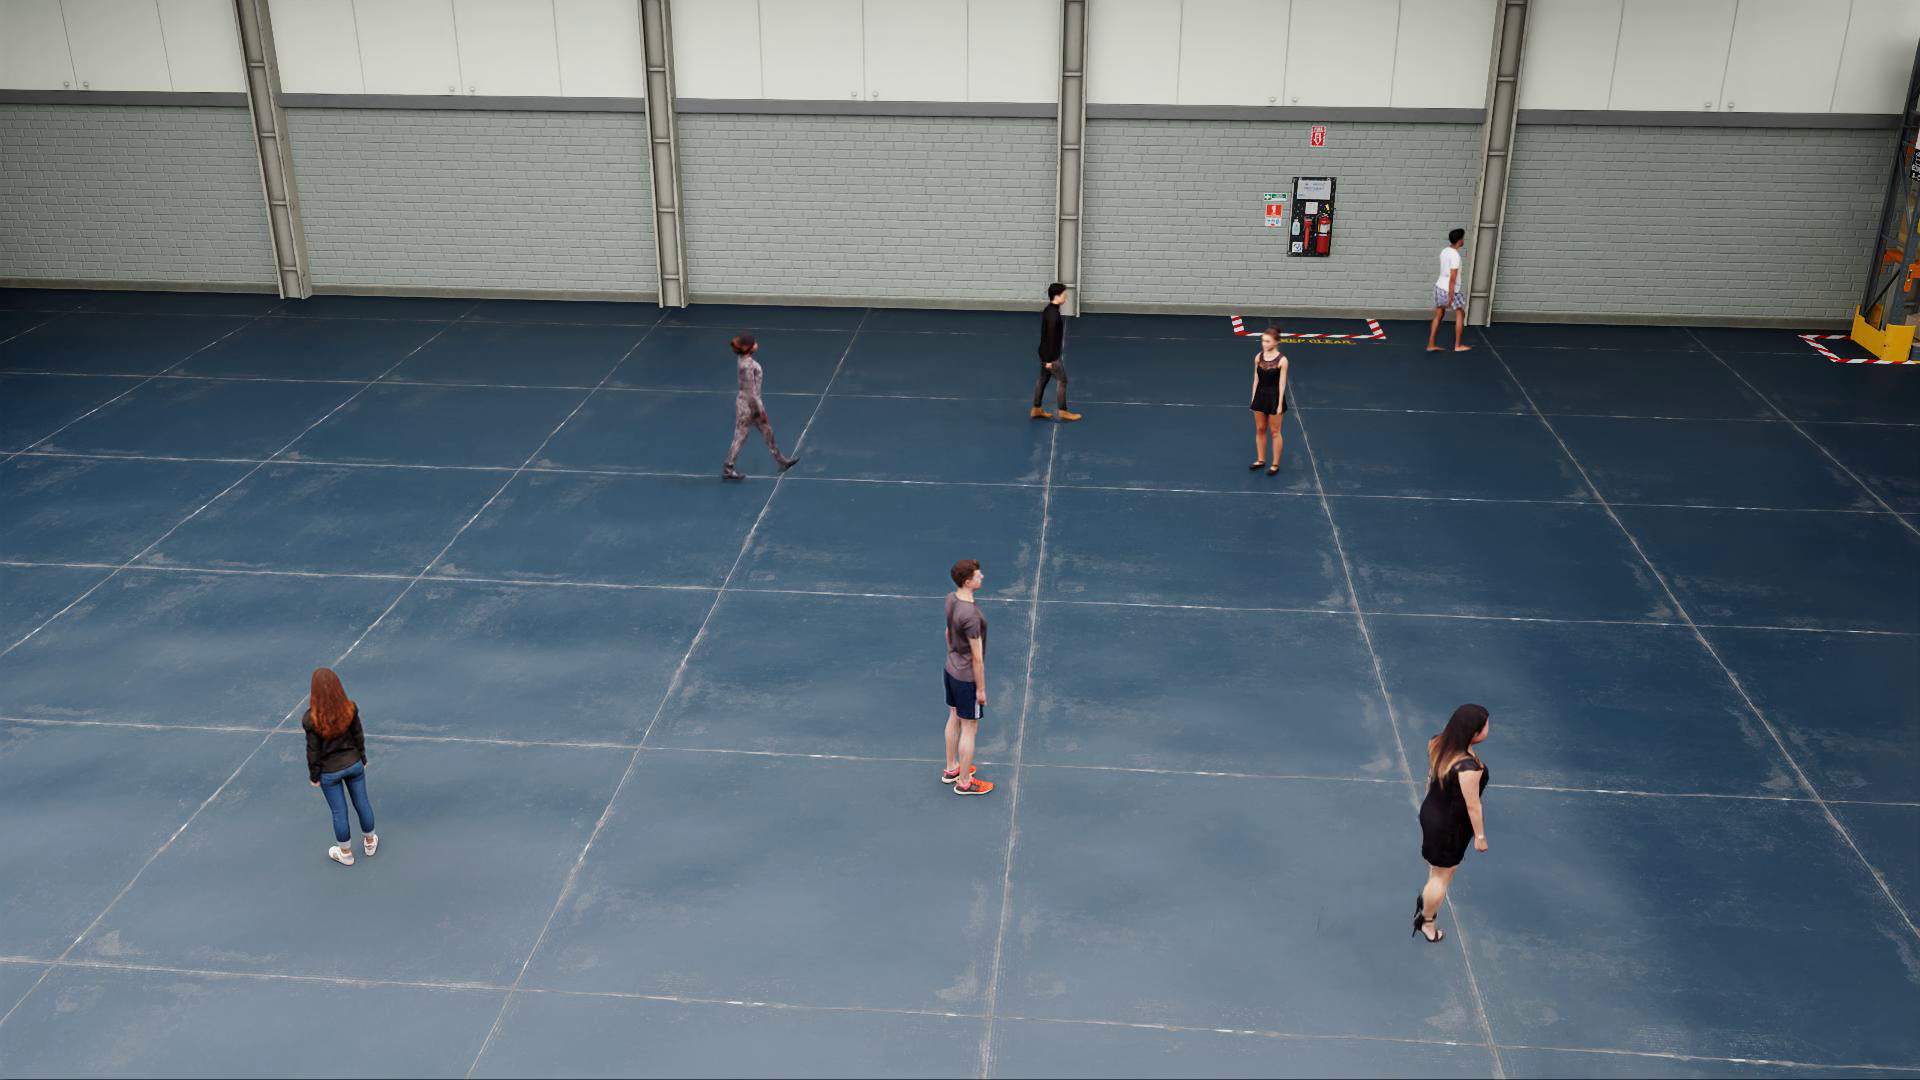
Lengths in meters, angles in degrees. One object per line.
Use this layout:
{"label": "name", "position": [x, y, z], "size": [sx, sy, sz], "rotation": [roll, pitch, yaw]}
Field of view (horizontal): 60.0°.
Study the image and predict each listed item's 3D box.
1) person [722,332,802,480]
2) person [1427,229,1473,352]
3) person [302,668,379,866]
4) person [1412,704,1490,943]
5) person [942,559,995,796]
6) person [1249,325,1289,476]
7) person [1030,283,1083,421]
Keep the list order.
{"label": "person", "position": [-2.402, -1.425, 18.213], "size": [1.170, 1.668, 0.798], "rotation": [-4, 23, -9]}
{"label": "person", "position": [6.626, -3.405, 22.808], "size": [0.916, 1.714, 0.801], "rotation": [-5, 23, -11]}
{"label": "person", "position": [-4.271, 1.548, 11.457], "size": [0.636, 1.482, 0.695], "rotation": [-18, 29, -37]}
{"label": "person", "position": [3.019, 1.812, 10.549], "size": [0.701, 1.708, 0.724], "rotation": [-3, 23, -6]}
{"label": "person", "position": [0.030, 0.997, 12.282], "size": [0.722, 1.851, 0.734], "rotation": [-10, 25, -22]}
{"label": "person", "position": [3.455, -1.571, 18.539], "size": [0.674, 1.680, 0.751], "rotation": [20, 30, 39]}
{"label": "person", "position": [1.028, -2.273, 20.161], "size": [0.903, 1.704, 0.767], "rotation": [-3, 23, -8]}
